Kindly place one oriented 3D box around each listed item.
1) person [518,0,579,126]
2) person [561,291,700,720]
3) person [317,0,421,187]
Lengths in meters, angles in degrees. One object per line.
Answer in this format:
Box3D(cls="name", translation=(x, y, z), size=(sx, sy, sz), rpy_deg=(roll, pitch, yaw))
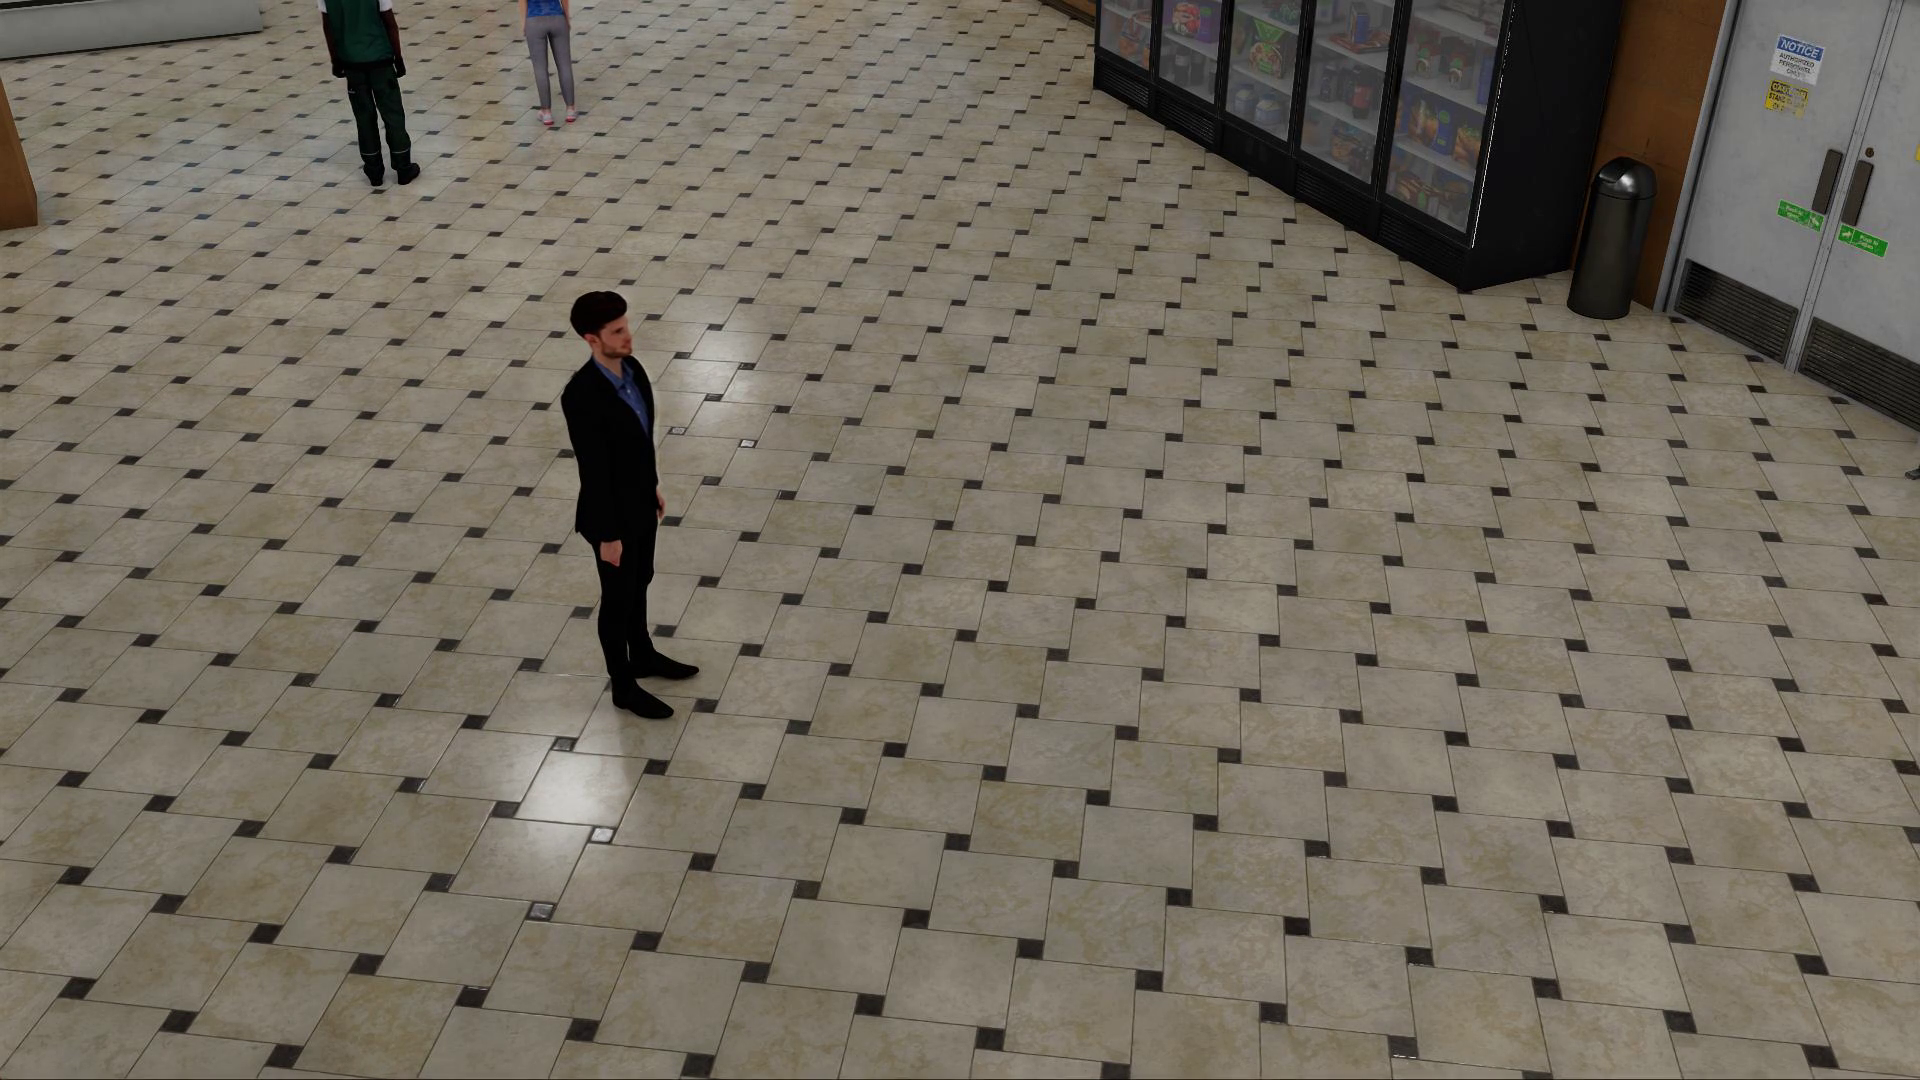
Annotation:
Box3D(cls="person", translation=(-3.415, -4.255, 13.709), size=(0.473, 1.609, 0.631), rpy_deg=(-12, 34, -18))
Box3D(cls="person", translation=(-1.396, -0.148, 6.839), size=(0.820, 1.894, 0.788), rpy_deg=(7, 33, 11))
Box3D(cls="person", translation=(-4.408, -3.560, 12.375), size=(0.652, 1.838, 0.819), rpy_deg=(-3, 32, -6))
